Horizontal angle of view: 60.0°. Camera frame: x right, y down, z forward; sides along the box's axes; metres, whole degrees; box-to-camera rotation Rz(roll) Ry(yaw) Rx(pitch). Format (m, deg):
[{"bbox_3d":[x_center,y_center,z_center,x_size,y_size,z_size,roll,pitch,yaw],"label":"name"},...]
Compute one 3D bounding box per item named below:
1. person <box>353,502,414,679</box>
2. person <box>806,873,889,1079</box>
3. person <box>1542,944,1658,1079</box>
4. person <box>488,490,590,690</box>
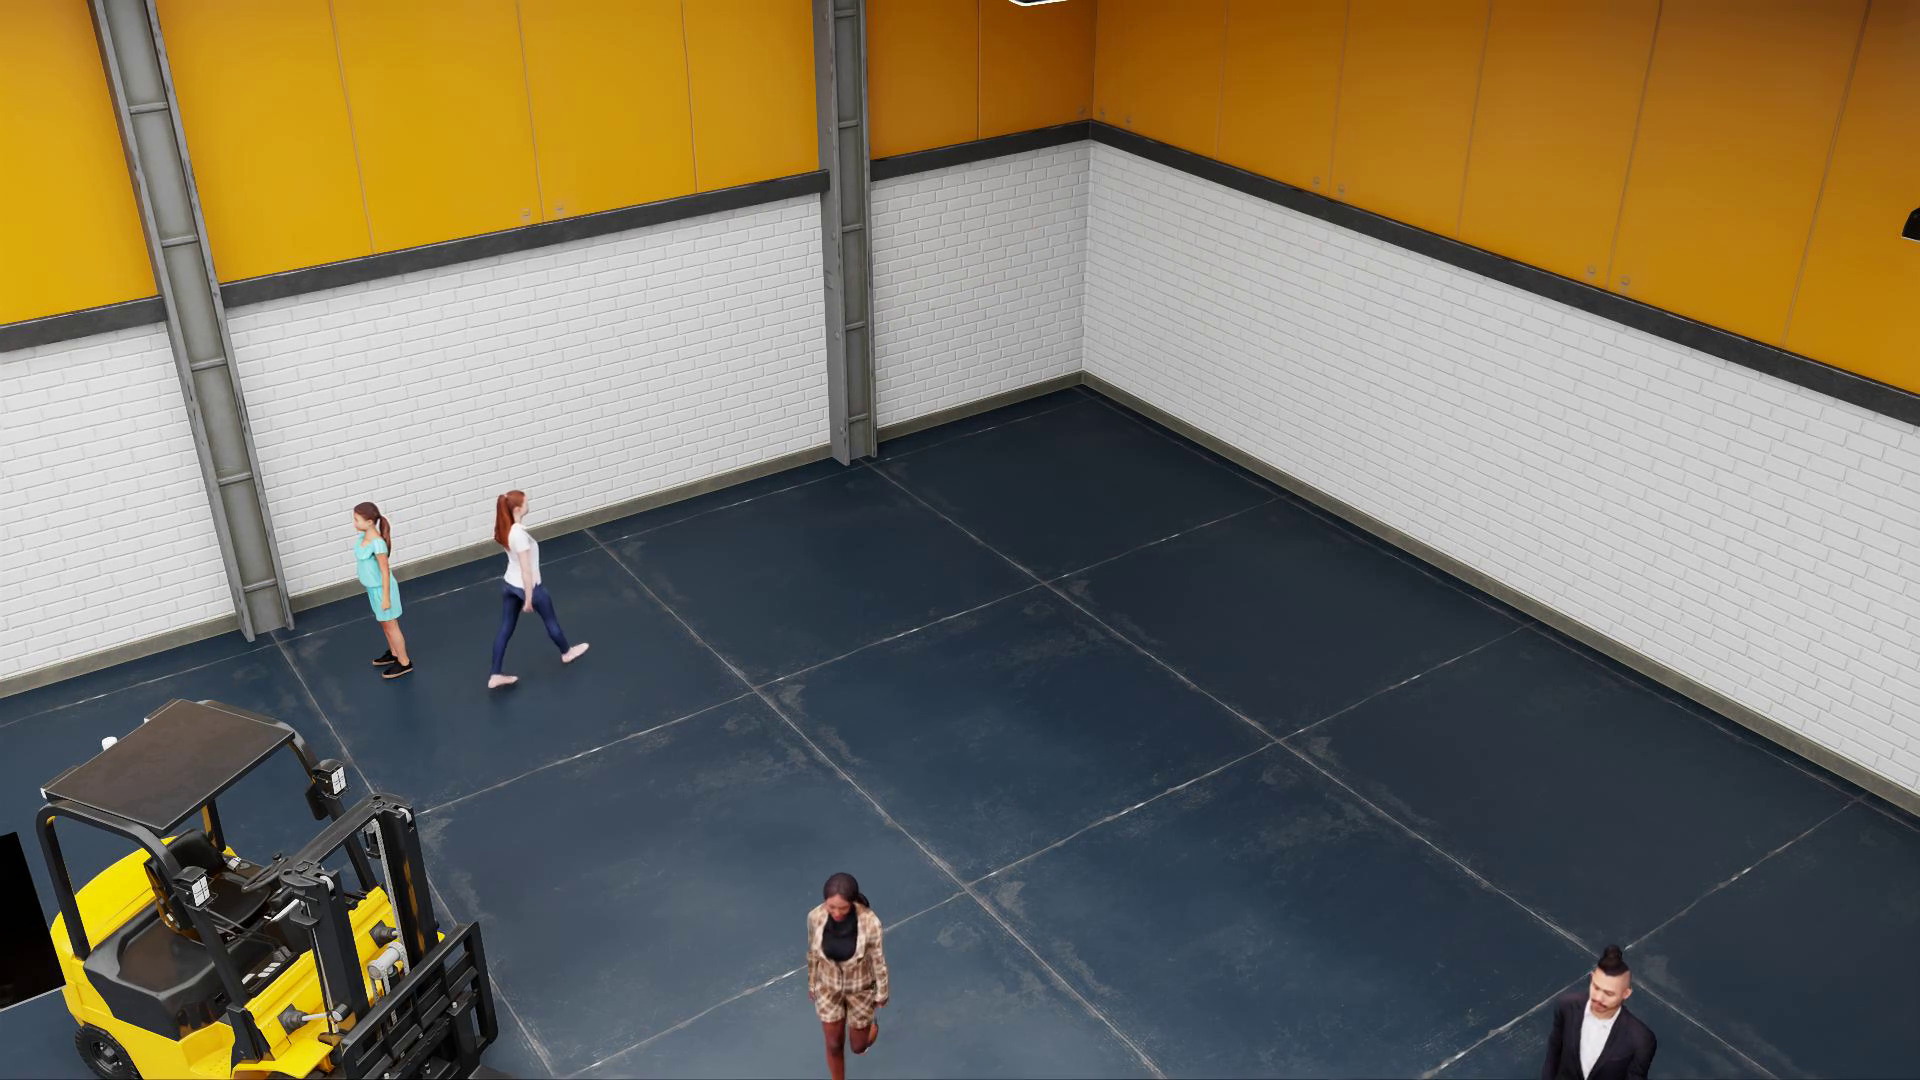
[{"bbox_3d":[-4.709,0.389,13.524,0.518,1.558,0.545,-17,33,-29],"label":"person"},{"bbox_3d":[-0.625,2.505,9.423,0.892,1.770,0.959,7,29,13],"label":"person"},{"bbox_3d":[3.320,2.862,8.632,0.910,1.901,1.309,23,36,36],"label":"person"},{"bbox_3d":[-3.590,0.430,13.311,0.776,1.690,1.196,22,36,35],"label":"person"}]
